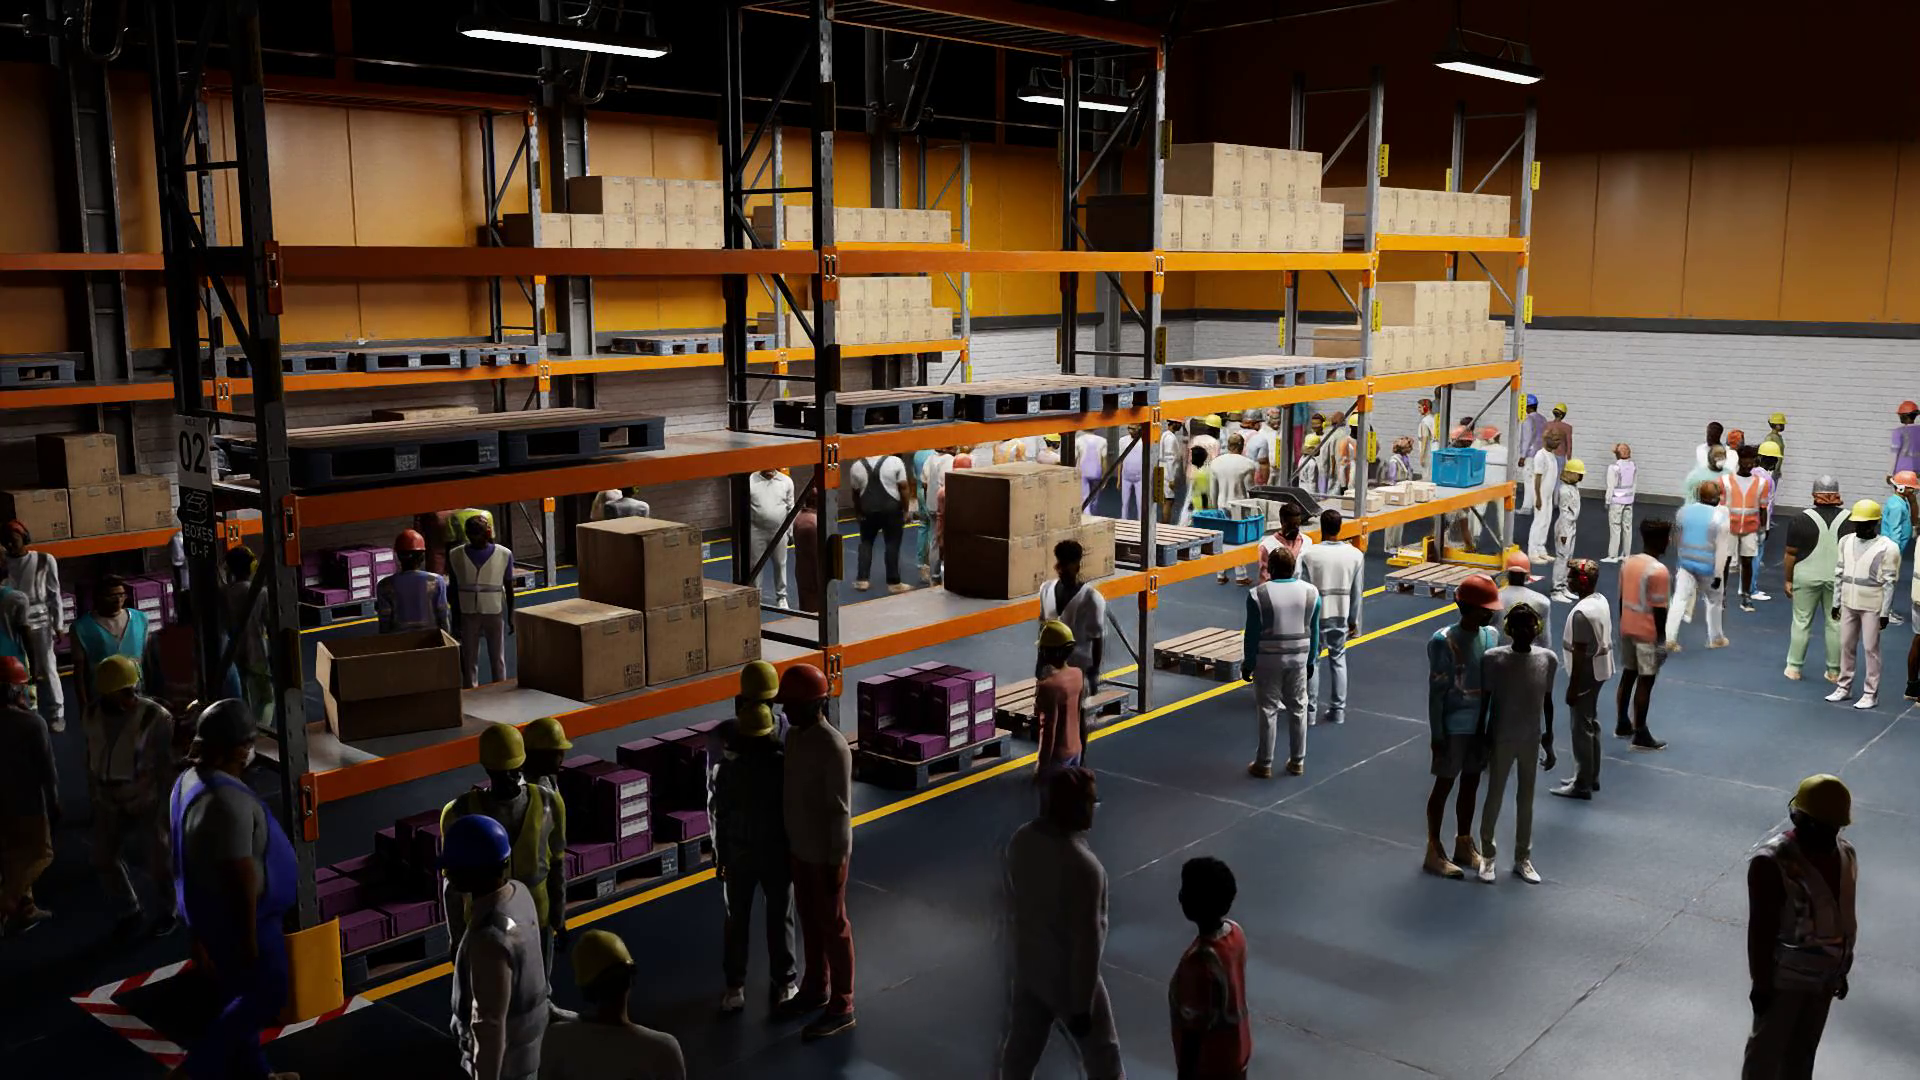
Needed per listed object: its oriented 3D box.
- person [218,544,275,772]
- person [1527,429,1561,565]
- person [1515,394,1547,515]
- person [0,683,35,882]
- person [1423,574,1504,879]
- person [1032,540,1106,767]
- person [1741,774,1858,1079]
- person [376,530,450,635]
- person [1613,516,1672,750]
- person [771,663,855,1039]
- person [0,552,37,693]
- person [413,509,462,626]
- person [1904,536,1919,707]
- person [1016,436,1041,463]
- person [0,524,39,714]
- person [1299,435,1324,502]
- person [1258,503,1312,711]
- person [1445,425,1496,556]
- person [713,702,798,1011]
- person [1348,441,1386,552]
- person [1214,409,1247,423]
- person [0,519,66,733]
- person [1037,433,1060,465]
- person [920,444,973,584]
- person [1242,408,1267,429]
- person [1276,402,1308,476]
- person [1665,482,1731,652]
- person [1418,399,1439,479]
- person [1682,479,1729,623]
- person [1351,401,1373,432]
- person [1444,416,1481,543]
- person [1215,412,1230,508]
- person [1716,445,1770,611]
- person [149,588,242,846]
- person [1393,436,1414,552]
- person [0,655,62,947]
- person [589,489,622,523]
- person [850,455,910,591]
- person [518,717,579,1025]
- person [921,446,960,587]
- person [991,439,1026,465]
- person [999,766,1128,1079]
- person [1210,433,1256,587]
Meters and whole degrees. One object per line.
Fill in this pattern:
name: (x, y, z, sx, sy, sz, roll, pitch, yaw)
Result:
person: (-5.657, 0.955, 13.149, 0.515, 1.856, 0.499, -1, 10, -9)
person: (7.875, -0.589, 22.423, 0.343, 1.835, 0.520, 7, 12, 37)
person: (9.192, -1.375, 26.801, 0.604, 1.938, 0.402, -9, 13, -44)
person: (-6.379, 1.439, 10.979, 0.364, 1.607, 0.537, 9, 13, 43)
person: (3.359, 1.223, 11.009, 0.606, 2.035, 0.406, -5, 11, -30)
person: (0.804, 0.958, 12.831, 0.651, 1.945, 0.541, 7, 12, 37)
person: (3.769, 1.922, 7.443, 0.591, 1.829, 0.404, -4, 11, -25)
person: (-4.376, 0.879, 13.371, 0.542, 1.929, 0.374, -3, 10, -16)
person: (5.742, 0.766, 13.949, 0.364, 1.963, 0.610, -1, 10, -8)
person: (-0.783, 1.619, 8.794, 0.408, 1.986, 0.617, -6, 11, -33)
person: (-7.508, 0.990, 13.006, 0.506, 1.837, 0.348, -2, 10, -13)
person: (-5.689, 0.049, 18.393, 0.653, 1.905, 0.405, -5, 11, -26)
person: (8.914, 0.553, 15.207, 0.367, 1.966, 0.607, 2, 10, 10)
person: (0.918, -0.978, 24.577, 0.681, 1.889, 0.375, -5, 11, -27)
person: (-8.471, 0.701, 14.727, 0.564, 1.835, 0.397, 0, 10, 0)
person: (4.728, -0.562, 22.567, 0.359, 1.736, 0.488, -1, 10, -7)
person: (2.953, 0.599, 15.122, 0.596, 1.907, 0.415, -6, 11, -31)
person: (6.711, -0.583, 22.208, 0.925, 1.884, 0.559, 3, 10, 16)
person: (-1.093, 1.710, 8.996, 0.484, 1.735, 0.335, 0, 10, 2)
person: (5.651, -0.606, 23.145, 0.521, 1.625, 0.355, 0, 10, 1)
person: (4.735, -1.732, 28.626, 0.677, 2.000, 0.535, 4, 11, 25)
person: (-8.051, 0.746, 14.333, 0.585, 1.876, 0.351, -3, 10, -16)
person: (1.272, -0.655, 23.014, 0.317, 1.767, 0.534, -7, 12, -36)
person: (-0.043, -0.388, 20.781, 1.088, 1.976, 0.618, 5, 11, 27)
person: (4.579, -1.217, 25.944, 0.591, 1.913, 0.396, -7, 12, -36)
person: (6.312, -2.207, 31.599, 0.613, 1.994, 0.395, 4, 10, 25)
person: (7.713, 0.280, 17.365, 0.954, 1.800, 0.621, -7, 12, -35)
person: (7.695, -1.405, 27.323, 0.417, 1.828, 0.561, 7, 12, 34)
person: (8.363, 0.129, 18.723, 0.505, 1.635, 0.277, 3, 10, 18)
person: (6.009, -1.111, 25.052, 0.395, 1.992, 0.622, -1, 10, -8)
person: (7.024, -0.804, 23.490, 0.682, 1.907, 0.411, -2, 10, -14)
person: (4.255, -1.335, 27.276, 0.535, 1.697, 0.322, -9, 13, -43)
person: (9.082, -0.138, 19.378, 0.612, 1.958, 0.379, 2, 10, 13)
person: (-5.412, 1.226, 11.700, 0.616, 1.805, 0.904, 3, 10, 18)
person: (6.182, -0.642, 23.341, 0.312, 1.632, 0.526, 0, 10, 1)
person: (-5.685, 1.557, 9.908, 0.558, 1.728, 0.616, 2, 10, 12)
person: (-4.029, -0.032, 19.094, 0.429, 1.838, 0.633, -2, 10, -14)
person: (-0.990, -0.380, 20.552, 0.758, 2.000, 0.559, 3, 10, 15)
person: (-2.153, 1.765, 8.666, 0.316, 1.735, 0.480, -1, 10, -5)
person: (-0.126, -0.369, 20.488, 0.535, 2.000, 0.685, -8, 13, -41)
person: (0.655, -0.794, 23.370, 0.594, 1.923, 0.372, 9, 13, 43)
person: (0.528, 1.904, 7.434, 0.958, 1.859, 0.667, -6, 11, -32)
person: (3.430, -0.377, 20.862, 0.627, 1.934, 0.371, 7, 12, 35)
